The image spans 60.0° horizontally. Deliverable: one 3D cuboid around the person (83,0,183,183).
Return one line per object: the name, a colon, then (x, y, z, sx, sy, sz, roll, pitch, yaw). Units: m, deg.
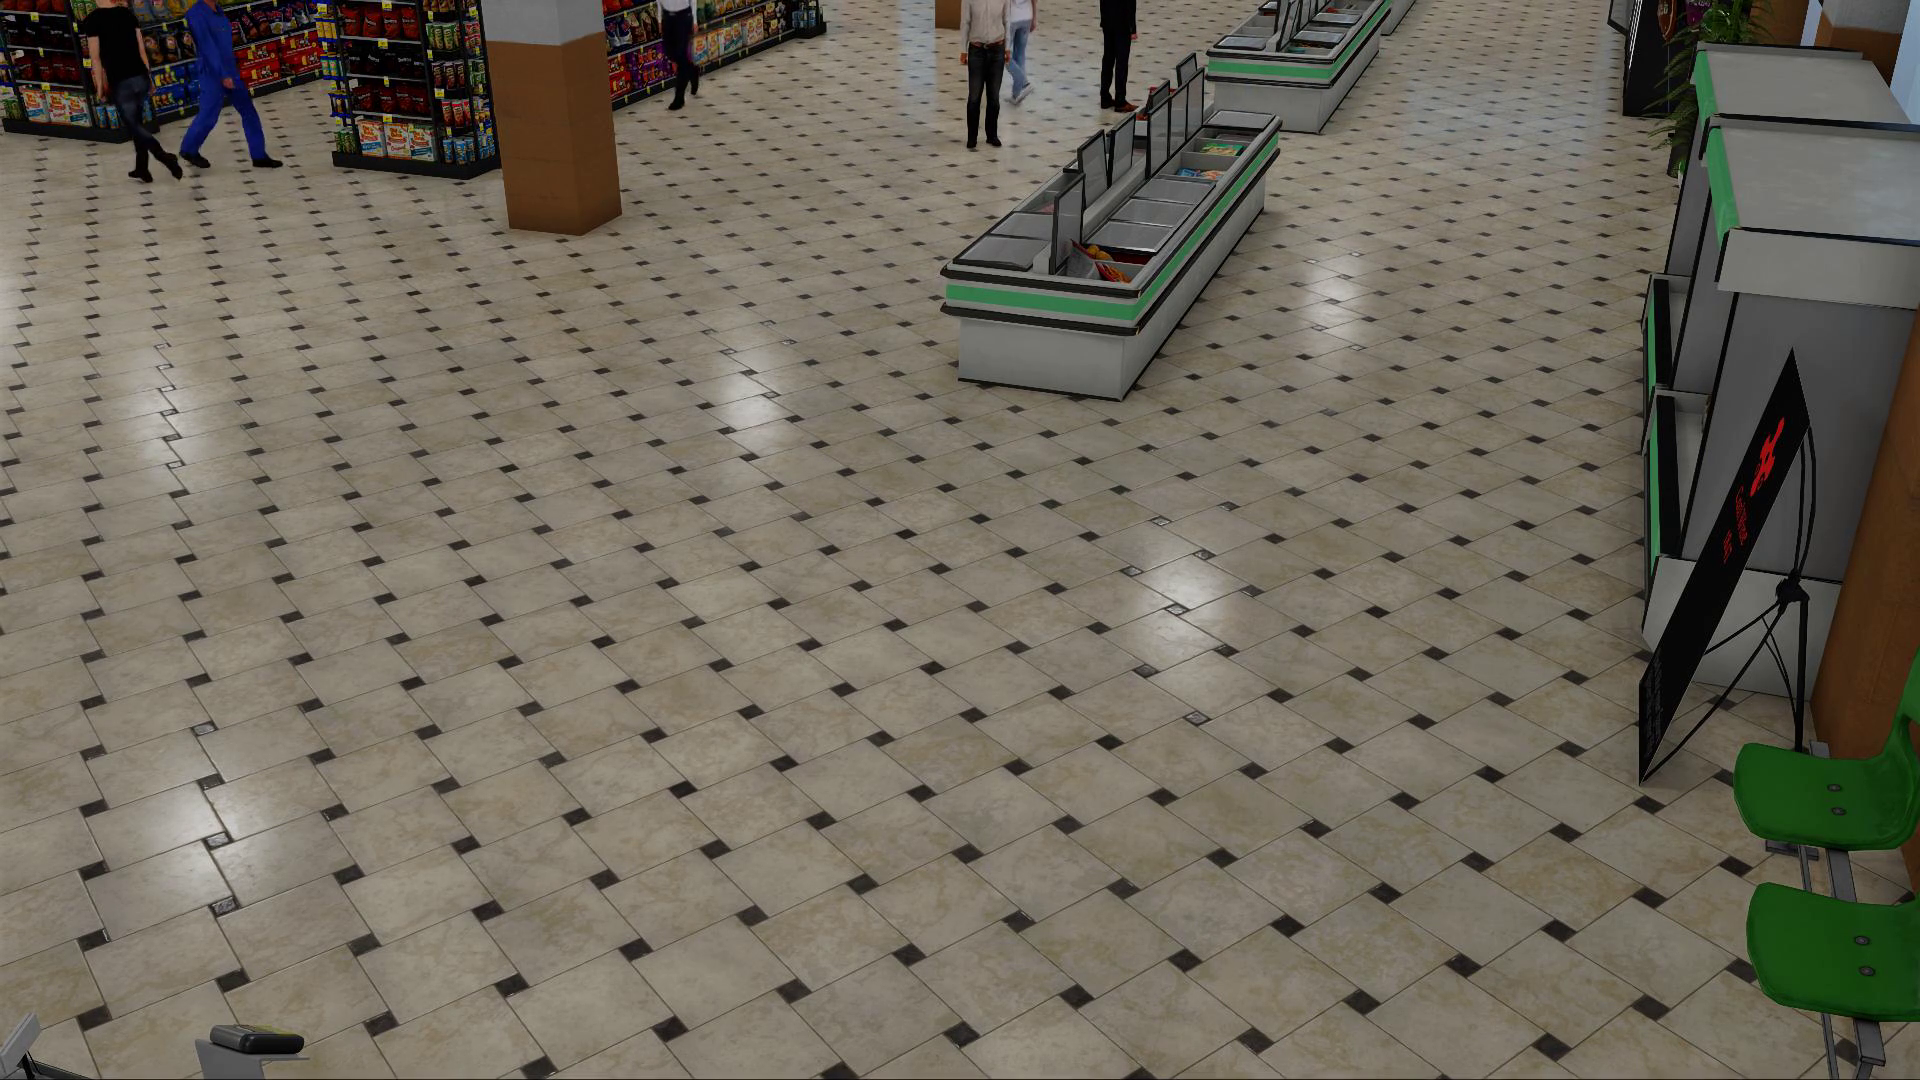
person: (-7.377, -4.073, 14.891, 0.924, 1.851, 1.139, 17, 32, 31)

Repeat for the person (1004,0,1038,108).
person: (0.655, -5.543, 17.806, 0.934, 1.836, 0.965, -19, 32, -33)

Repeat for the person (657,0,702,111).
person: (-3.022, -5.674, 18.058, 0.610, 1.842, 1.104, 9, 28, 18)

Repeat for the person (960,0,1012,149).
person: (0.256, -4.786, 16.343, 0.740, 1.809, 0.729, -5, 27, -10)

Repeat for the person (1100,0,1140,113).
person: (1.689, -5.523, 17.808, 0.787, 1.798, 0.766, -18, 32, -31)

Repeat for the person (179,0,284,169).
person: (-6.964, -4.295, 15.393, 0.882, 1.793, 1.146, 4, 27, 8)
